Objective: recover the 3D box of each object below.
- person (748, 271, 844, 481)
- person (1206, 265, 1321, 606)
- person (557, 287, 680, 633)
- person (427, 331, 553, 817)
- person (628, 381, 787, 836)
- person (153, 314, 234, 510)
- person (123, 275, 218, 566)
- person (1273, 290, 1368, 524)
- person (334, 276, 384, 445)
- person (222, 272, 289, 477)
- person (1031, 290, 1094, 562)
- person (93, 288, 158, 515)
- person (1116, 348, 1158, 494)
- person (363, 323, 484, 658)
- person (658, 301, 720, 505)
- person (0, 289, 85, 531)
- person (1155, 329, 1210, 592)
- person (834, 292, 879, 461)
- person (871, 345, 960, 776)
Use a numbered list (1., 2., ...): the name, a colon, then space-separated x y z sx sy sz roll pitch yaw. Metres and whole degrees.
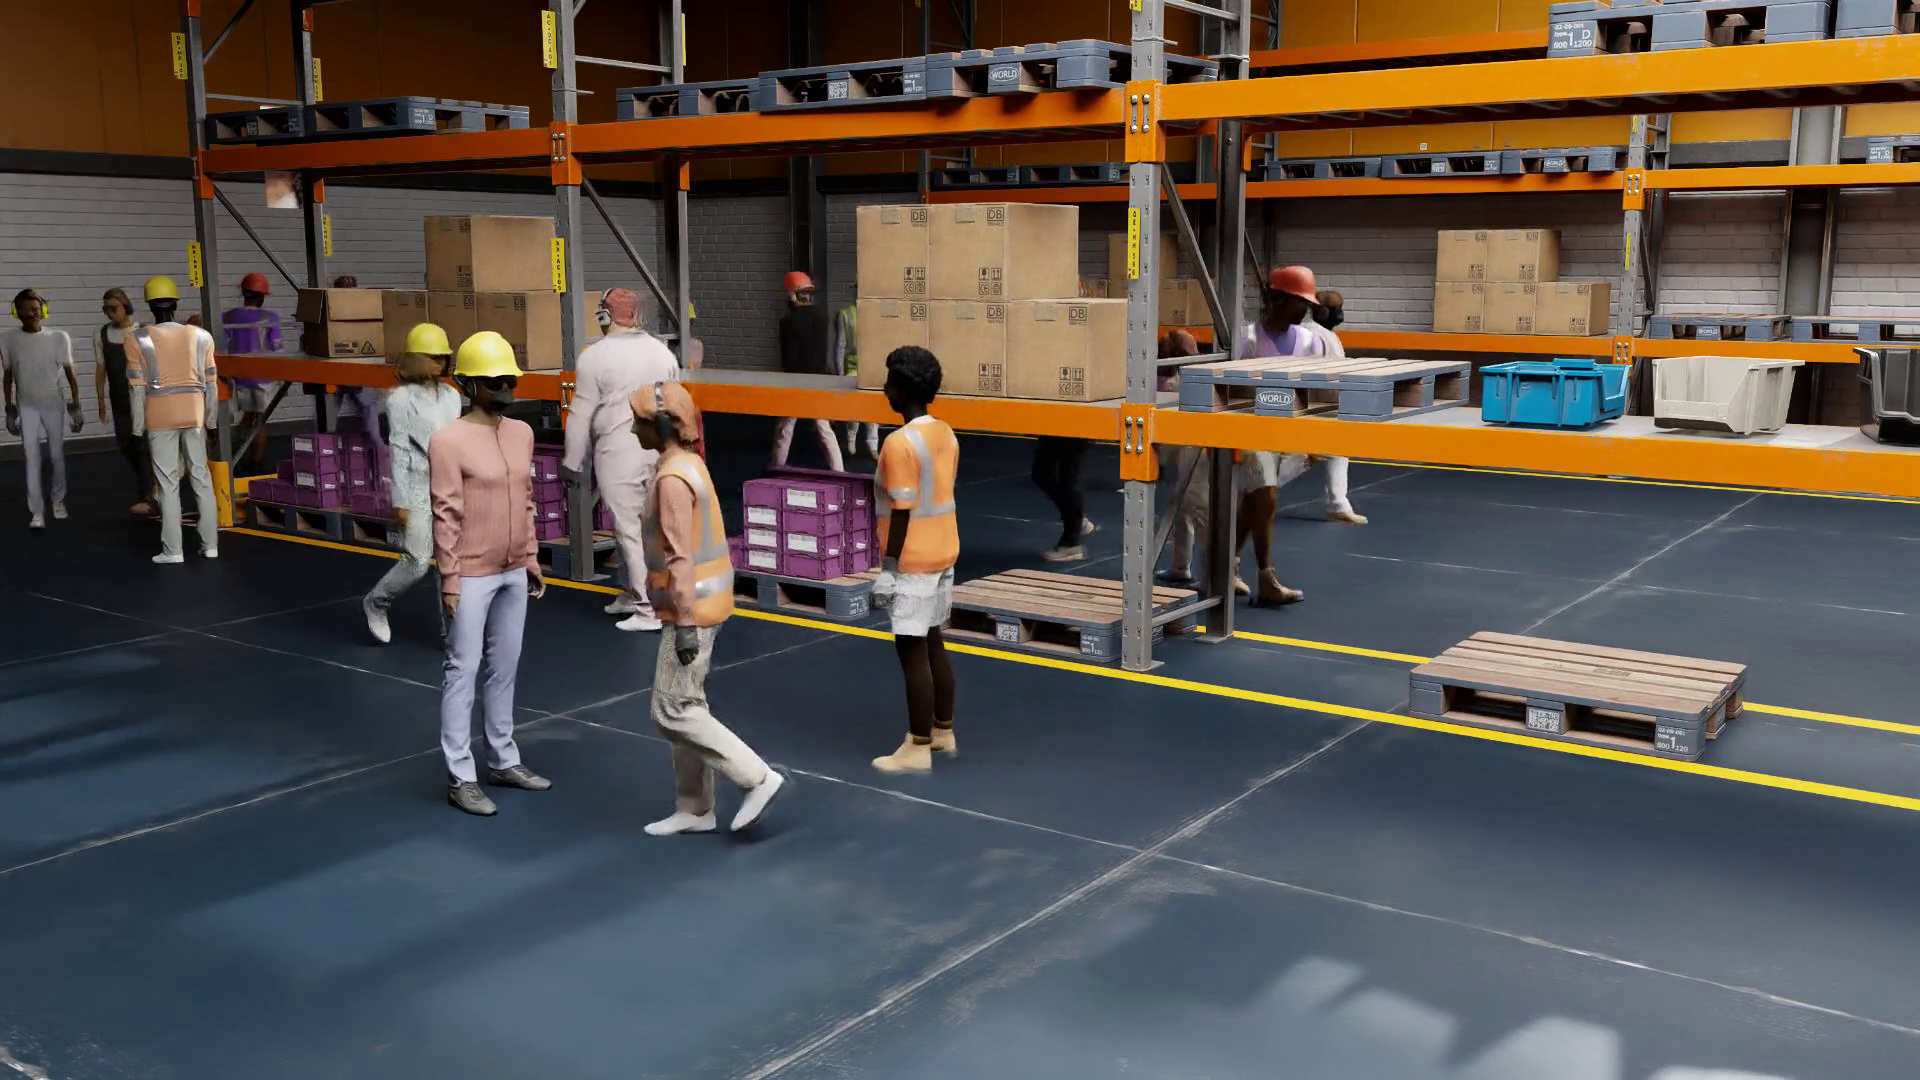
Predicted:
1. person: -1.338 -1.285 14.002 1.048 1.936 0.649 7 12 35
2. person: 1.817 -0.609 9.800 0.628 1.984 0.936 -6 11 -33
3. person: -1.896 -0.435 9.133 0.744 1.878 0.642 6 11 32
4. person: -1.731 0.115 6.169 0.331 1.768 0.526 5 11 25
5. person: -0.896 0.260 5.730 0.438 1.619 0.550 -1 10 -6
6. person: -6.277 -1.054 13.622 0.500 1.594 0.819 9 13 44
7. person: -5.255 -0.793 11.104 0.381 1.923 0.591 8 13 41
8. person: 2.689 -1.015 12.795 0.847 1.817 0.637 4 11 25
9. person: -5.925 -1.622 16.220 0.668 1.872 0.890 4 10 24
10. person: -6.537 -1.515 15.441 0.547 1.915 0.420 1 10 3
11. person: 0.687 -0.796 11.034 0.541 1.954 0.640 -5 11 -29
12. person: -6.671 -1.135 13.458 0.528 1.820 0.752 -1 10 -8
13. person: 1.547 -1.211 14.453 0.310 1.636 0.523 6 11 33
14. person: -2.751 -0.251 8.495 0.699 1.718 0.488 5 11 28
15. person: -2.366 -1.142 13.775 0.527 1.725 0.880 -8 12 -40
16. person: -7.029 -1.012 12.762 0.541 1.818 1.005 -5 11 -27
17. person: 1.369 -0.484 10.188 0.682 1.601 0.580 7 12 35
18. person: -0.957 -1.715 16.874 0.652 1.829 0.446 -4 10 -24
19. person: -0.173 0.083 6.569 0.316 1.695 0.541 3 10 19
